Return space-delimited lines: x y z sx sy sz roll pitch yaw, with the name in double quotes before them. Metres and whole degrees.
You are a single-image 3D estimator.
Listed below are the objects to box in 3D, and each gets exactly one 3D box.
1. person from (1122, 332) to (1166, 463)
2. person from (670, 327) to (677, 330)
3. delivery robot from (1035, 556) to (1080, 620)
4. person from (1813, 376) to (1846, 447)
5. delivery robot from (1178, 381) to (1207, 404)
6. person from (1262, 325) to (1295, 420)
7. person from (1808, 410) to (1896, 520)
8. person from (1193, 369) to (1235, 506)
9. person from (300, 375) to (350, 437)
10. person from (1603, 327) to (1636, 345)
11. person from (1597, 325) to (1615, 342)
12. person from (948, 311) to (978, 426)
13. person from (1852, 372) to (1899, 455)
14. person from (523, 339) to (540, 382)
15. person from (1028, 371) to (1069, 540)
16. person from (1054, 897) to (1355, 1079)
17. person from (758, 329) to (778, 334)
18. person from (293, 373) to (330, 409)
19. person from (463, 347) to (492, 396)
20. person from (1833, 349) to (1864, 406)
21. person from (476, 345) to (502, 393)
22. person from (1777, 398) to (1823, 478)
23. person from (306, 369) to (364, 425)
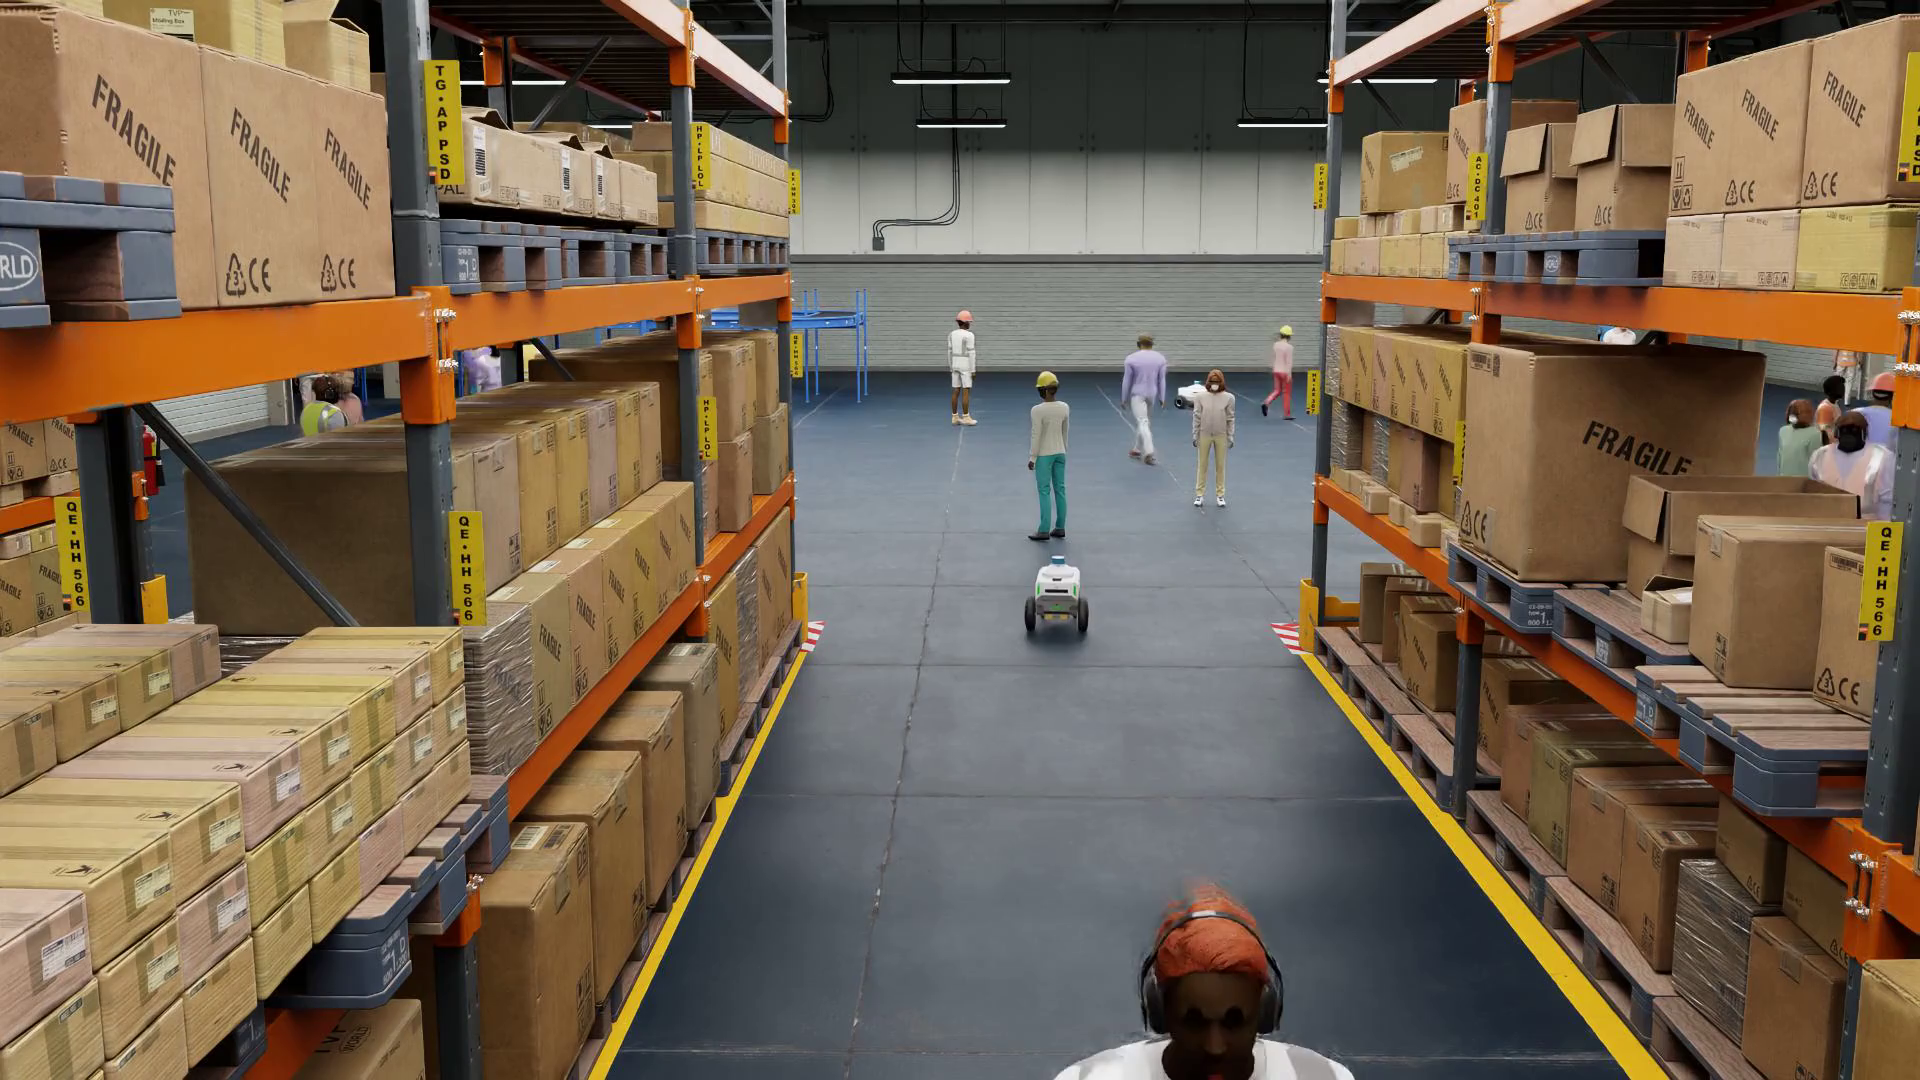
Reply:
"person" 2.696 -2.092 24.335 0.642 1.895 1.000 -3 10 -18
"person" -4.788 -2.663 27.698 0.643 1.909 0.410 -5 11 -26
"delivery robot" 0.790 0.373 13.399 0.477 0.478 0.707 1 10 5
"person" 9.711 -1.021 18.622 0.898 1.643 0.549 8 13 41
"delivery robot" 4.705 -2.918 33.110 0.707 0.478 0.477 9 13 42
"person" 5.932 -3.094 30.724 0.606 1.751 0.534 -6 11 -31
"person" 6.625 -0.068 12.407 0.633 1.827 0.673 9 13 42
"person" 3.031 -1.225 19.901 0.498 1.633 0.280 1 10 8
"person" -5.960 -0.642 15.790 0.626 1.844 0.429 7 12 37
"person" 12.592 -3.340 31.751 0.643 1.909 0.410 -1 10 -8
"person" 16.470 -4.992 42.274 0.541 1.696 0.315 6 11 30
"person" 0.061 -3.077 29.770 0.396 2.042 0.610 -9 13 -43
"person" 8.432 -0.603 15.392 0.543 1.906 0.908 7 12 36
"person" -6.980 -2.476 26.770 0.624 1.845 0.430 -7 12 -38
"person" 0.927 -0.887 17.482 0.524 1.768 0.311 -8 13 -41
"person" 0.416 1.484 3.095 0.592 1.849 0.902 0 9 0
"person" -4.868 -5.008 41.473 0.542 2.000 0.689 6 11 32
"person" -11.184 -2.846 28.672 0.615 1.945 0.405 -4 10 -25
"person" -7.742 -2.483 26.882 0.625 1.819 0.480 4 10 24
"person" 18.040 -3.543 33.792 0.532 1.633 0.401 7 12 37
"person" -6.771 -2.098 24.319 0.591 1.908 0.704 -5 11 -27
"person" 8.193 -0.583 16.182 0.773 1.608 0.506 -4 10 -20
"person" -6.216 -0.829 16.791 0.737 1.875 0.672 5 11 27
